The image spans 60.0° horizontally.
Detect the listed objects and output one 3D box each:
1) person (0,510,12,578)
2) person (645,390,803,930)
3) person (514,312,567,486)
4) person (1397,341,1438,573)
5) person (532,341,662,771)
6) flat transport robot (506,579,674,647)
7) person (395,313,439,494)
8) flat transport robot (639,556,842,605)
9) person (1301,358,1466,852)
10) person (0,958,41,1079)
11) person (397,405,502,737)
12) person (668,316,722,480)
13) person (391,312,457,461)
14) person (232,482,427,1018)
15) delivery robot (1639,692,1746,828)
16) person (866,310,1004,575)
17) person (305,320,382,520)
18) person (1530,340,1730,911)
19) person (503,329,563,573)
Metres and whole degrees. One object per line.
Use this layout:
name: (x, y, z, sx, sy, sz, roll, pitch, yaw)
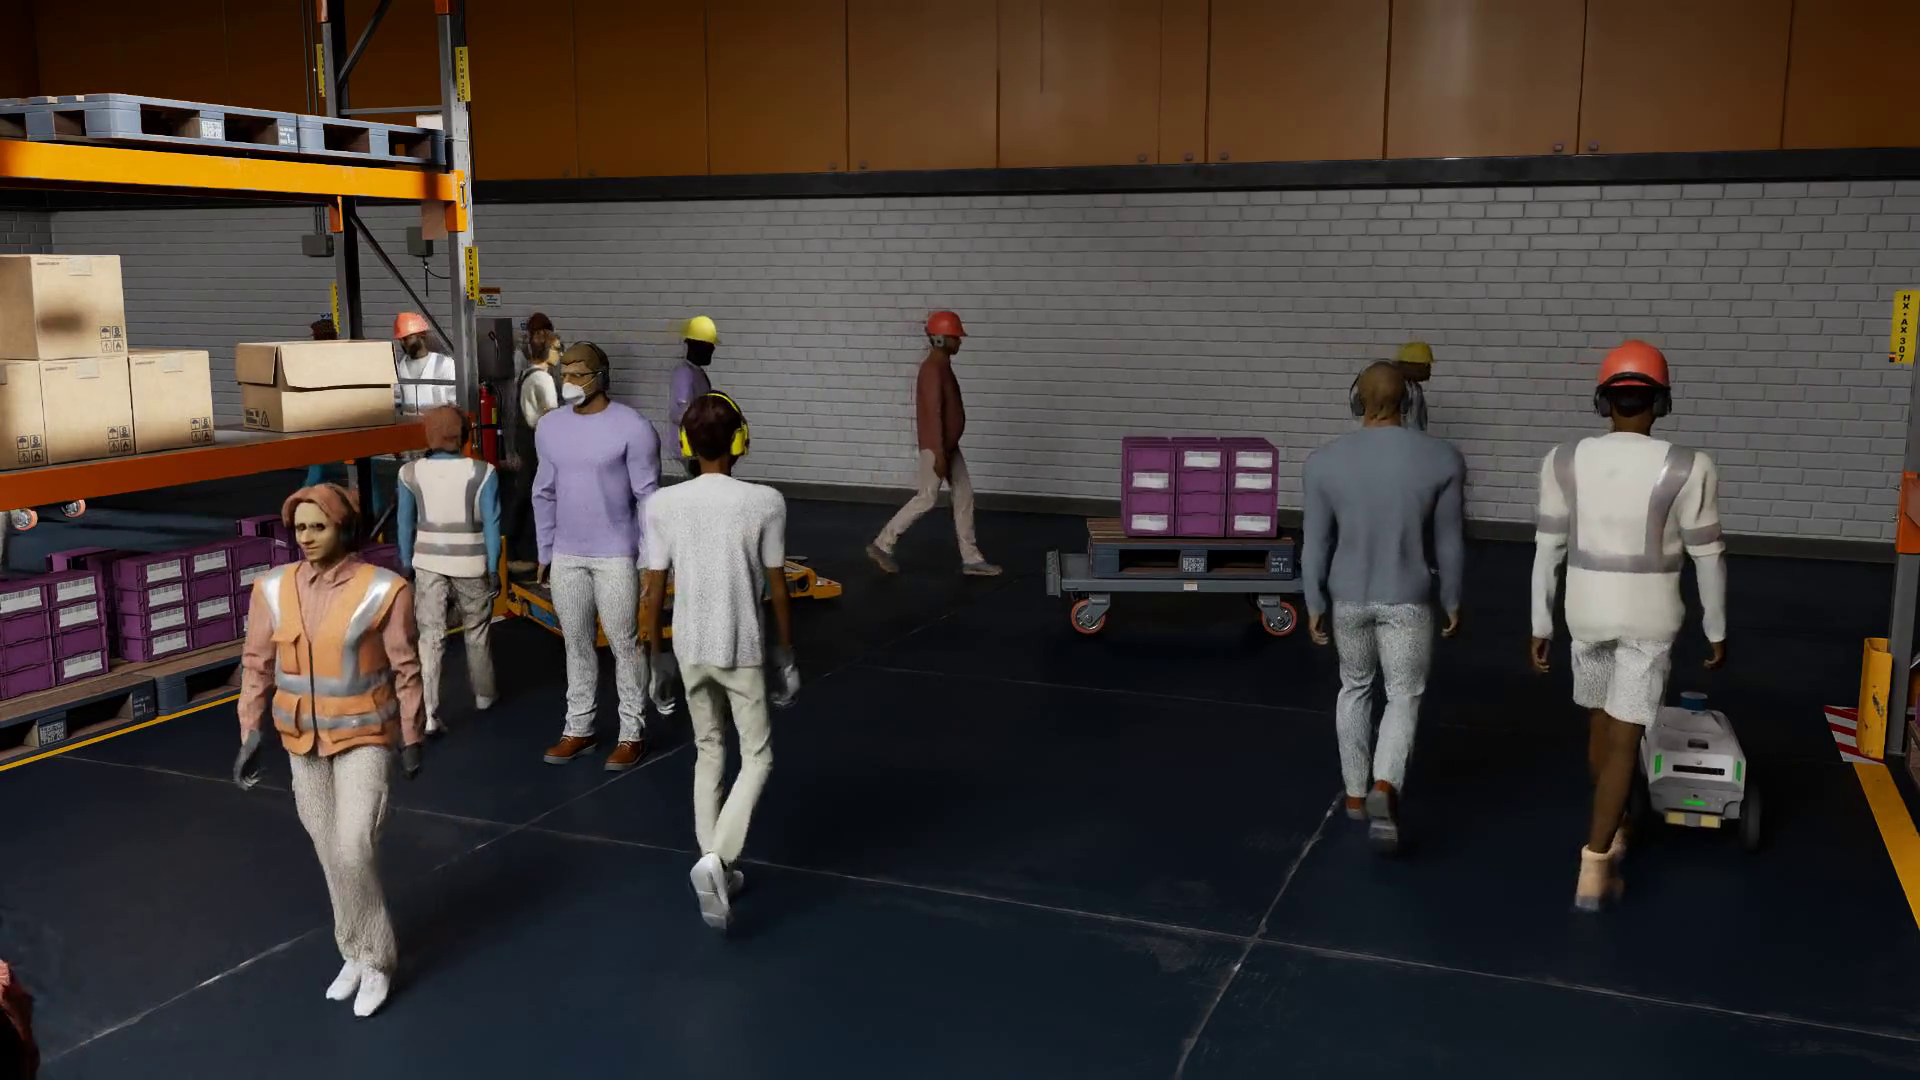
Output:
person: (-6.426, -0.325, 10.848, 0.521, 1.625, 0.378, -5, 11, -27)
person: (-0.820, 0.420, 5.685, 0.527, 1.852, 0.624, 2, 9, 9)
person: (-4.024, -1.262, 15.902, 0.942, 1.844, 0.616, 7, 12, 37)
person: (3.217, -0.602, 12.249, 0.595, 1.726, 0.495, 0, 9, -1)
person: (-1.639, 0.074, 7.502, 0.635, 1.937, 0.353, 3, 10, 20)
flat transport robot: (-2.318, 0.424, 10.425, 0.652, 0.197, 1.431, -6, 11, -31)
person: (-5.276, -1.345, 16.491, 0.662, 1.811, 0.638, 0, 9, 1)
flat transport robot: (-1.579, 0.298, 11.186, 1.431, 0.197, 0.652, -6, 11, -31)
person: (1.648, 0.246, 6.562, 0.637, 1.913, 0.844, 4, 10, 21)
person: (-0.681, 1.157, 1.106, 0.670, 1.879, 0.670, 3, 10, 18)
person: (-2.503, 0.138, 8.151, 0.530, 1.596, 0.851, 0, 9, -2)
person: (-1.952, -0.679, 12.153, 0.551, 1.907, 0.606, 0, 9, 2)
person: (-4.179, -0.796, 12.880, 0.574, 1.900, 0.801, 1, 9, 9)
person: (-1.916, 0.640, 5.037, 0.520, 1.623, 0.507, 2, 10, 11)
delivery robot: (2.933, 0.854, 6.677, 0.477, 0.478, 0.707, 3, 10, 19)
person: (-0.211, -0.697, 12.130, 0.979, 1.958, 0.631, 2, 10, 10)
person: (-5.573, -1.052, 14.770, 0.975, 1.789, 0.596, 3, 10, 20)
person: (2.435, 0.283, 6.046, 0.625, 1.999, 0.903, 8, 13, 42)
person: (-3.025, -0.658, 12.355, 0.974, 1.793, 0.506, -4, 10, -23)
